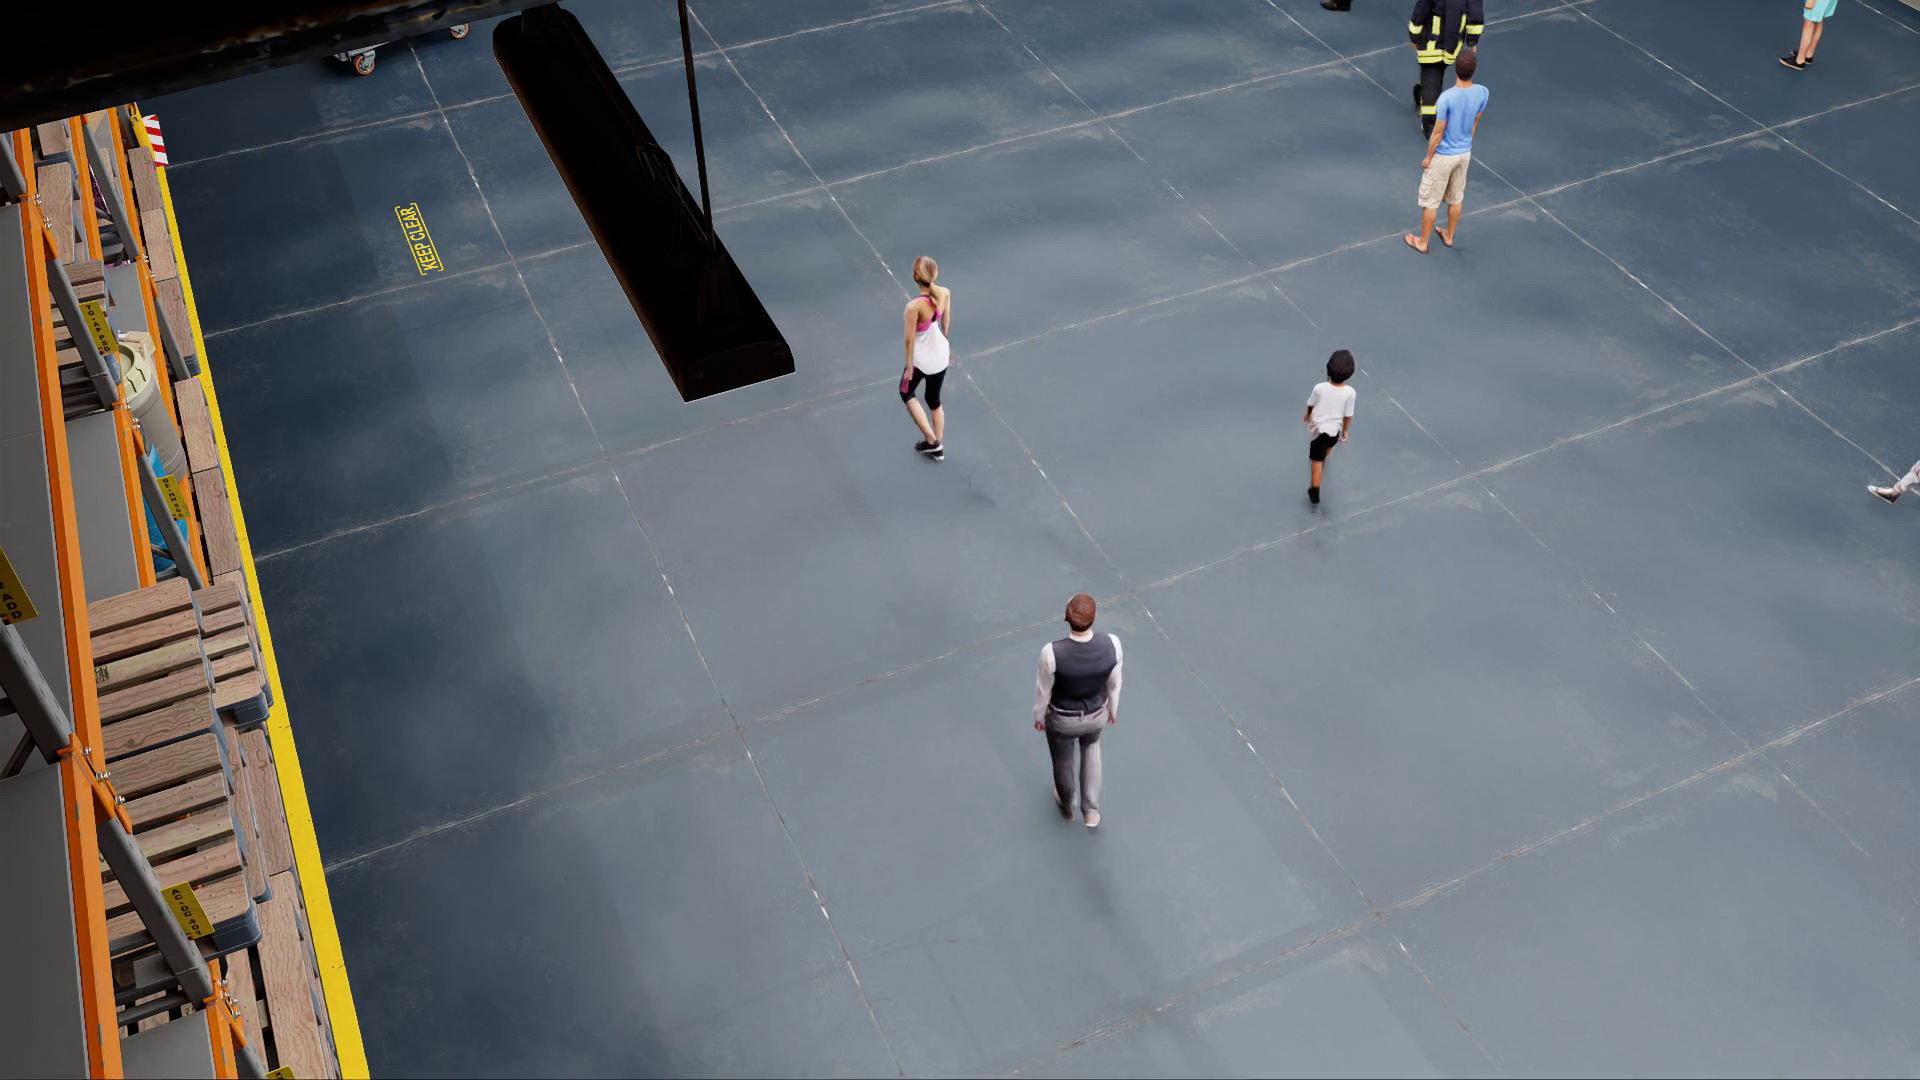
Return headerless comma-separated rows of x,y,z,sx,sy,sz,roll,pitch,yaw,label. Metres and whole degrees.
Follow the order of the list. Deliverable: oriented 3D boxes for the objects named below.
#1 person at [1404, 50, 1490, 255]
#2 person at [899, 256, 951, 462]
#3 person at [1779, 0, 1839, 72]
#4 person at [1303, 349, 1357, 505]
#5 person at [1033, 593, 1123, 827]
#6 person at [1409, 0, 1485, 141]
4.283,-3.378,14.515,0.671,1.862,0.587,-14,45,-14,person
-0.184,-1.290,12.388,0.719,1.773,0.718,-33,53,-30,person
8.868,-5.603,17.071,0.598,1.557,0.605,-29,51,-27,person
2.709,-0.824,12.290,0.740,1.234,0.940,1,44,2,person
0.712,1.079,9.788,0.773,1.928,0.841,-7,44,-7,person
4.648,-4.904,16.115,1.074,1.866,1.343,-4,44,-4,person
